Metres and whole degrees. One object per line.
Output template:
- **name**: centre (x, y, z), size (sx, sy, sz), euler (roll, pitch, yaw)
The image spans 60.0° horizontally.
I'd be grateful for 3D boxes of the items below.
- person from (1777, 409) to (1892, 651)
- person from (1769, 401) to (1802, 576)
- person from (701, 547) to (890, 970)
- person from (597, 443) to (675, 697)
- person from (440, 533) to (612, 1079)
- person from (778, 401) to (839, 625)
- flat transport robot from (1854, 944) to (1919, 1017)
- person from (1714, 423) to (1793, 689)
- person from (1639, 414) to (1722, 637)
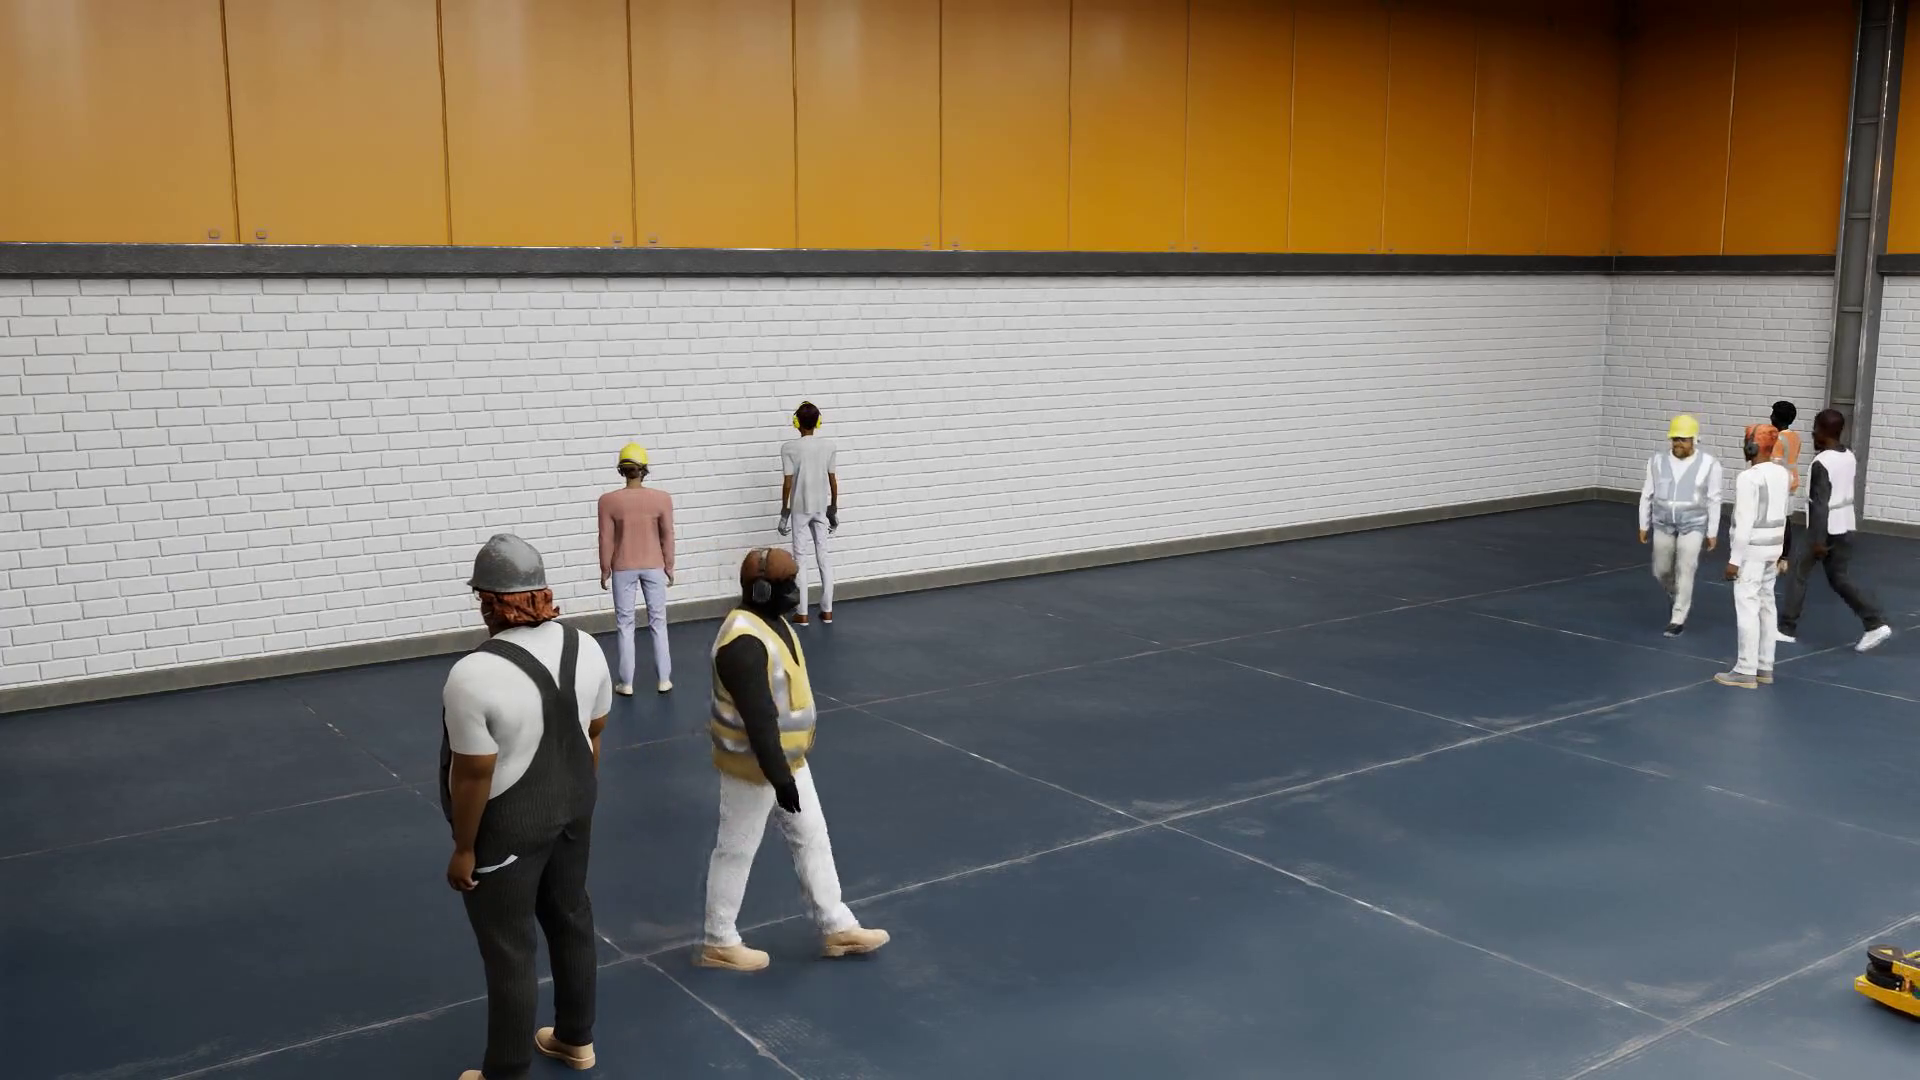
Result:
- **person**: centre (6.812, -0.079, 12.978), size (0.603, 1.885, 0.939), euler (-8, 12, -40)
- **person**: centre (7.941, -0.501, 16.137), size (0.532, 1.696, 0.319), euler (-9, 13, -44)
- **person**: centre (-0.703, 0.936, 6.939), size (0.880, 1.807, 0.632), euler (2, 9, 11)
- **person**: centre (-2.246, 0.207, 11.563), size (0.527, 1.765, 0.328), euler (-3, 10, -16)
- **person**: centre (-1.600, 0.979, 5.944), size (0.538, 2.000, 0.681), euler (6, 11, 31)
- **person**: centre (-1.270, -0.221, 13.877), size (0.538, 1.869, 0.312), euler (-5, 10, -27)
- **flat transport robot**: centre (4.277, 1.805, 6.296), size (0.652, 0.197, 1.431), euler (-6, 11, -33)
- **person**: centre (5.639, 0.109, 11.794), size (0.584, 1.882, 0.337), euler (-6, 11, -35)
- **person**: centre (5.879, -0.139, 13.568), size (0.630, 1.809, 0.618), euler (7, 12, 38)
